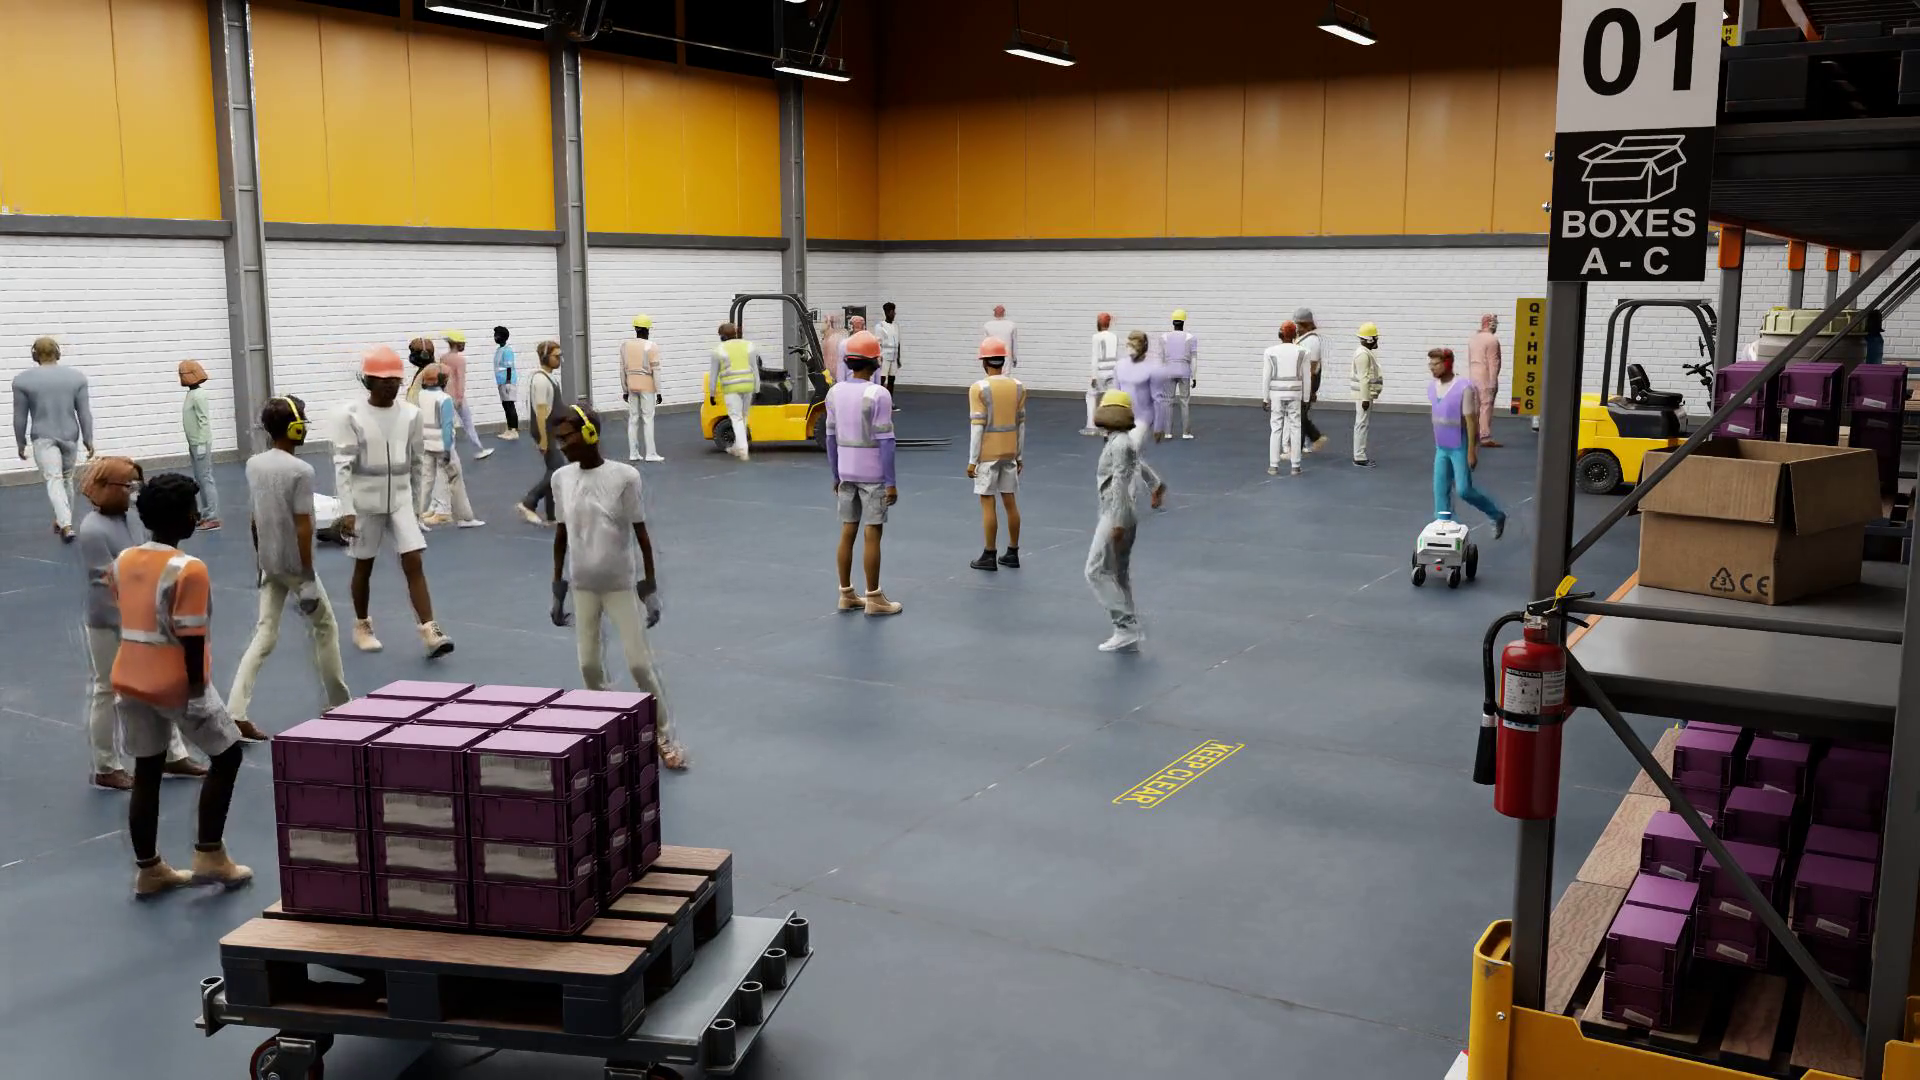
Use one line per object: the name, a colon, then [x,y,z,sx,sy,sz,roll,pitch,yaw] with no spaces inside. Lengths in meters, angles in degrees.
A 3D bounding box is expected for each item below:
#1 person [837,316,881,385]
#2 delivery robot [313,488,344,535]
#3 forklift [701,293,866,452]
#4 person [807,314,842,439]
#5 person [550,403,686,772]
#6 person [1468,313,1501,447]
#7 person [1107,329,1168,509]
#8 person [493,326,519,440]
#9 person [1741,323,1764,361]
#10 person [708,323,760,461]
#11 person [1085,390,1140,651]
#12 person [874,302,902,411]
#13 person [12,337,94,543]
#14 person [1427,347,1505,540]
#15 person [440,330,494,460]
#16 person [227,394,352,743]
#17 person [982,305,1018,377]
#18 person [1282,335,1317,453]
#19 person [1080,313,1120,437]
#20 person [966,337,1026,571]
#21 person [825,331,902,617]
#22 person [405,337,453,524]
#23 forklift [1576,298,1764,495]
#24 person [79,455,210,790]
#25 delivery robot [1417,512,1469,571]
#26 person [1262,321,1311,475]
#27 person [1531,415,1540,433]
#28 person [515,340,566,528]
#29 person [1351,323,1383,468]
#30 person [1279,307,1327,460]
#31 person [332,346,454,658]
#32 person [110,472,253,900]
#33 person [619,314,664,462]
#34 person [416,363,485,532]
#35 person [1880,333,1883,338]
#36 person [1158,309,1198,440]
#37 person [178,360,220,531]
person: [-1.356,-2.012,22.028,0.644,1.903,0.401,-6,11,-35]
delivery robot: [-5.833,-0.248,14.902,0.477,0.478,0.707,9,13,44]
forklift: [-2.458,-2.344,23.176,2.313,2.155,1.214,0,9,-2]
person: [-1.874,-2.393,24.559,0.984,1.870,0.661,-2,9,-15]
person: [-1.701,0.239,8.194,0.679,1.827,0.376,2,9,14]
person: [7.466,-2.268,23.601,0.403,1.906,0.651,-2,9,-14]
person: [1.836,-1.185,16.841,0.851,1.911,0.631,-7,12,-38]
person: [-6.729,-2.323,24.622,0.321,1.691,0.537,-6,11,-31]
person: [10.412,-1.905,21.534,0.624,1.844,0.429,3,10,18]
person: [-3.012,-1.959,22.012,0.652,1.797,0.814,-5,11,-31]
person: [1.009,-0.111,10.789,0.373,1.702,0.576,2,9,10]
person: [-1.273,-3.246,29.566,0.401,1.956,0.609,8,12,42]
person: [-8.345,-0.929,15.336,0.630,1.889,1.024,-8,12,-41]
person: [4.497,-0.824,14.885,0.726,1.811,0.592,-3,10,-19]
person: [-6.559,-1.866,21.673,0.534,1.717,0.893,6,11,32]
person: [-3.578,0.146,8.802,0.537,1.831,0.950,5,10,26]
person: [0.737,-3.391,30.715,0.664,1.905,0.519,1,9,4]
person: [4.638,-1.998,22.743,0.522,1.638,0.311,-2,9,-13]
person: [2.096,-2.482,25.055,0.623,1.859,0.736,-8,12,-42]
person: [0.281,-0.713,13.798,0.551,1.933,0.369,-6,11,-35]
person: [-0.684,-0.471,11.936,0.615,2.047,0.359,8,12,39]
person: [-5.233,-1.073,16.383,0.430,1.835,0.622,-4,10,-26]
forklift: [7.954,-1.589,18.462,2.313,2.155,1.214,5,11,30]
person: [-3.862,0.404,7.841,0.603,1.614,0.516,0,9,1]
delivery robot: [3.848,0.018,13.239,0.477,0.478,0.707,3,10,21]
person: [3.991,-1.733,20.327,0.584,1.882,0.349,2,9,9]
person: [9.131,-2.534,25.542,0.666,1.809,0.630,2,9,14]
person: [-3.962,-0.998,15.923,0.453,1.832,0.505,-1,9,-7]
person: [5.166,-1.839,21.132,0.404,1.834,0.600,2,9,13]
person: [4.526,-2.074,21.965,0.617,2.000,0.697,0,9,0]
person: [-3.625,-0.217,10.535,0.634,1.991,1.035,-8,12,-40]
person: [-3.084,0.573,6.563,0.548,1.677,0.501,4,10,25]
person: [-4.149,-1.981,21.737,0.594,1.924,0.384,4,10,23]
person: [-4.959,-0.881,15.850,0.518,1.609,0.750,6,11,35]
person: [13.192,-2.424,24.471,0.635,1.936,0.352,2,9,14]
person: [3.223,-2.448,24.649,0.586,1.928,0.380,3,9,16]
person: [-7.297,-0.902,15.918,0.264,1.631,0.508,-6,11,-34]
